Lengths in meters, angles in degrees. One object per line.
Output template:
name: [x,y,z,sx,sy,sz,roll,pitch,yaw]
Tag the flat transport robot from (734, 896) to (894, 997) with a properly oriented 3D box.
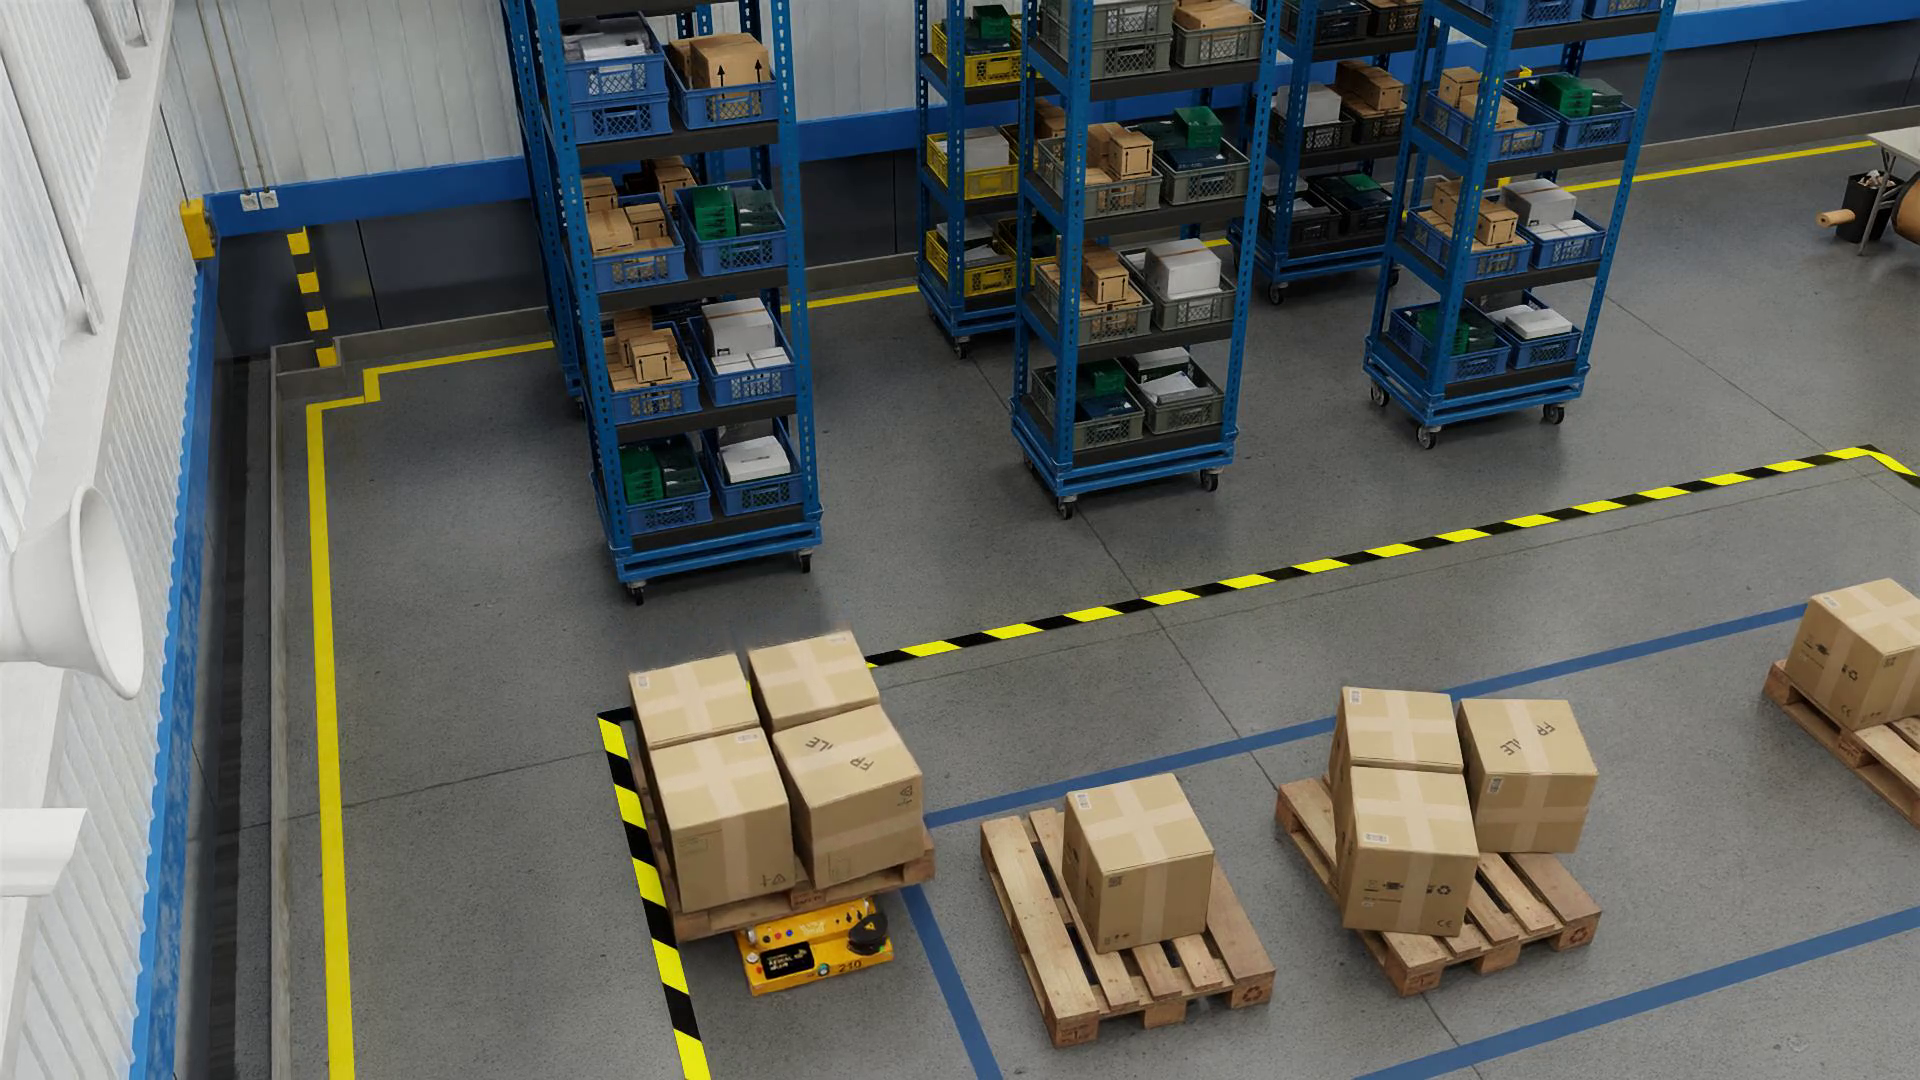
flat transport robot: [-0.834,1.493,7.914,0.652,0.197,1.431,-11,37,-15]
